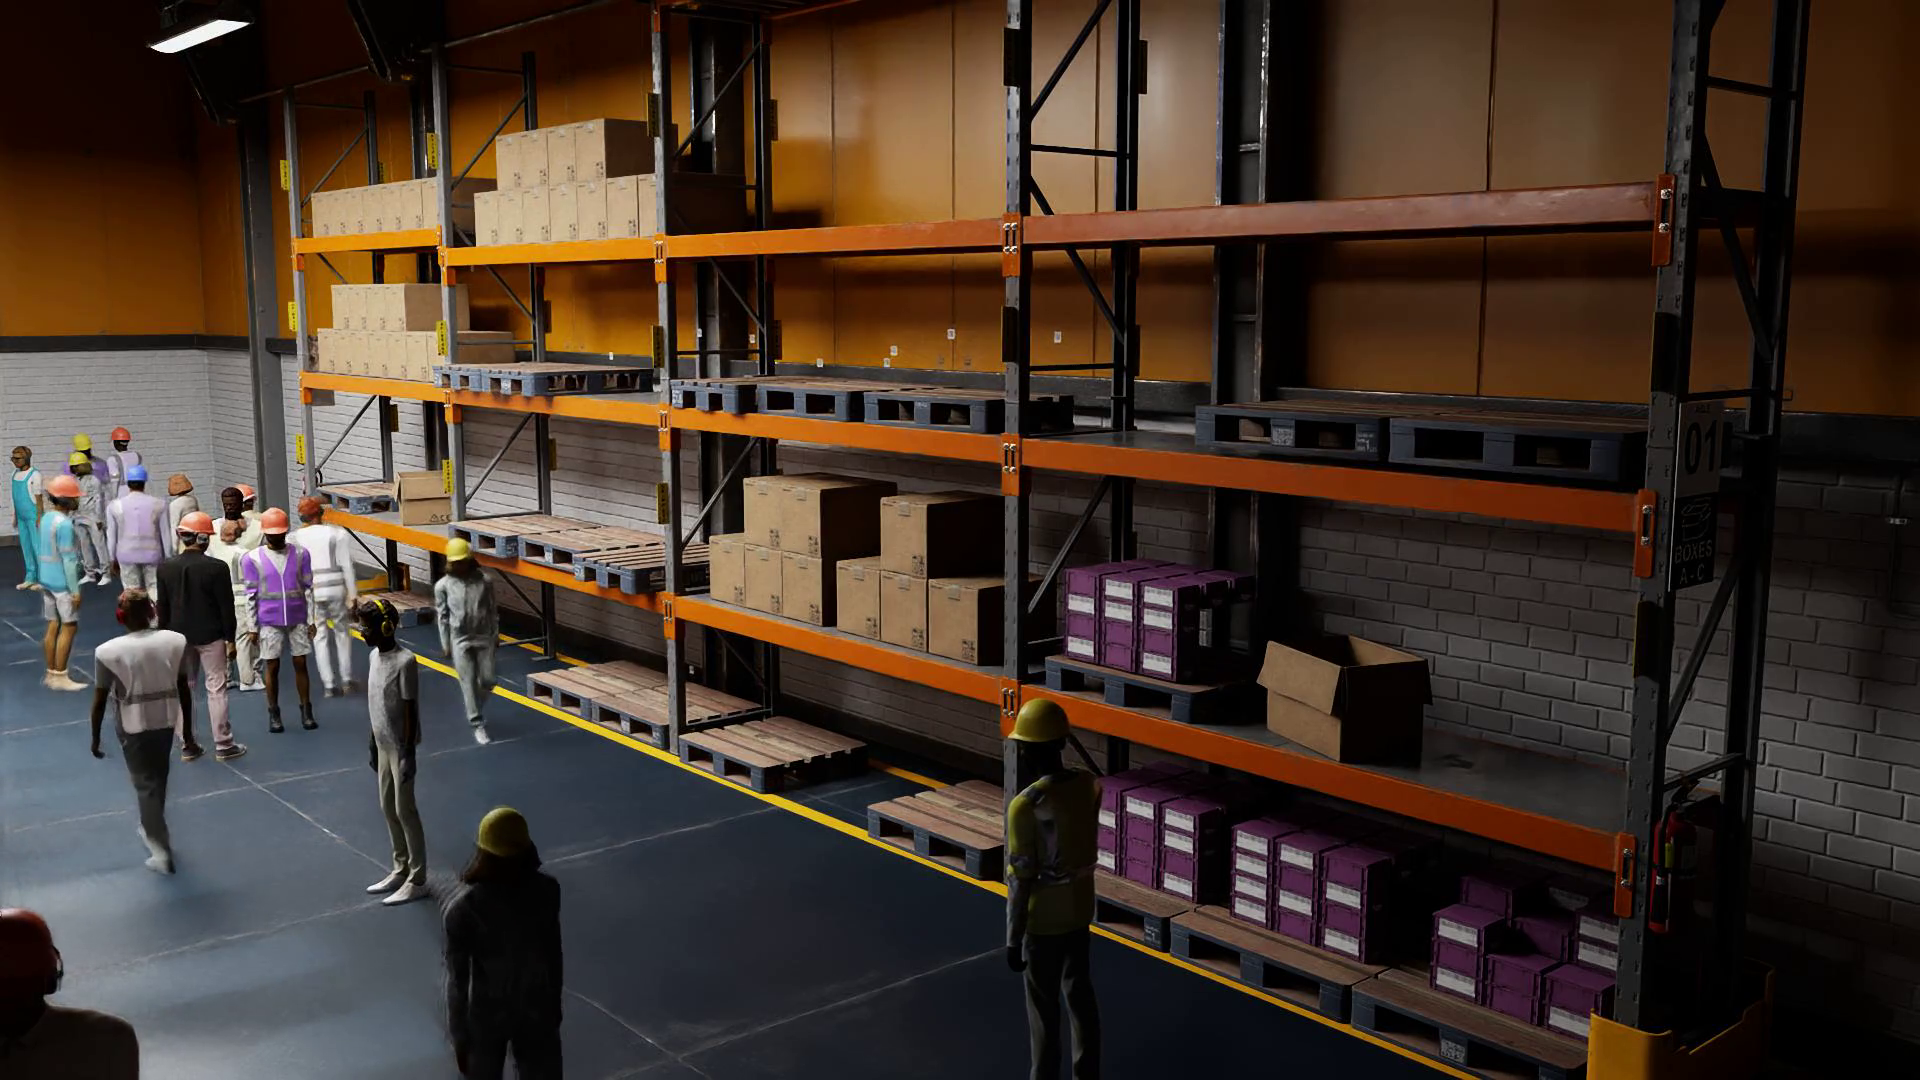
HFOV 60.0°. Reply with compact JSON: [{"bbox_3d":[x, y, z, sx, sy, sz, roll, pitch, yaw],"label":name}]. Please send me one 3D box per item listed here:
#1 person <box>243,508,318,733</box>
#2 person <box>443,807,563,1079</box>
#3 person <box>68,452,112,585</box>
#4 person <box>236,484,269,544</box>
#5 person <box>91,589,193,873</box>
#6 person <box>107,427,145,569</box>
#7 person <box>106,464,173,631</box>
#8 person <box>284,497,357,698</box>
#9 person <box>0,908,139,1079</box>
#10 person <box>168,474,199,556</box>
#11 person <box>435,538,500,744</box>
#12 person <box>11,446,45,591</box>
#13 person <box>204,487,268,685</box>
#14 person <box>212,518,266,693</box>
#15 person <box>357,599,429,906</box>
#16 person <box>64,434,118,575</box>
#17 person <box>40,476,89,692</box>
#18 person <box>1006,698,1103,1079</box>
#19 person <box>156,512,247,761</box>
[{"bbox_3d":[-5.736,0.677,14.065,0.548,1.924,0.390,-5,10,-32],"label":"person"},{"bbox_3d":[-1.743,1.875,6.485,0.510,1.688,0.908,-6,10,-35],"label":"person"},{"bbox_3d":[-11.216,-0.273,21.343,0.483,1.728,0.397,2,9,17],"label":"person"},{"bbox_3d":[-7.431,0.288,17.395,0.357,1.739,0.571,3,9,19],"label":"person"},{"bbox_3d":[-5.312,1.209,10.787,0.876,1.794,0.580,7,11,42],"label":"person"},{"bbox_3d":[-11.347,-0.565,22.623,0.362,1.939,0.542,4,9,24],"label":"person"},{"bbox_3d":[-8.665,0.166,17.576,0.631,1.925,0.500,-4,9,-27],"label":"person"},{"bbox_3d":[-5.906,0.520,15.396,0.612,1.848,0.594,-2,8,-13],"label":"person"},{"bbox_3d":[-2.623,1.990,4.716,0.621,1.985,0.408,-3,9,-23],"label":"person"},{"bbox_3d":[-9.092,0.039,19.526,0.283,1.628,0.503,1,8,5],"label":"person"},{"bbox_3d":[-4.080,0.817,13.776,0.511,1.715,0.494,-5,9,-29],"label":"person"},{"bbox_3d":[-11.734,-0.272,20.962,0.501,1.839,0.340,4,9,27],"label":"person"},{"bbox_3d":[-6.780,0.452,15.622,0.587,1.920,0.391,-2,8,-12],"label":"person"},{"bbox_3d":[-6.761,0.605,15.538,0.523,1.636,0.310,4,9,26],"label":"person"},{"bbox_3d":[-3.468,1.277,10.134,0.519,1.856,0.350,8,11,43],"label":"person"},{"bbox_3d":[-11.599,-0.480,22.212,0.632,1.891,0.644,4,9,28],"label":"person"},{"bbox_3d":[-8.409,0.406,15.612,0.726,2.032,0.427,7,11,40],"label":"person"},{"bbox_3d":[0.392,1.645,7.368,0.404,1.917,0.583,8,11,43],"label":"person"},{"bbox_3d":[-6.021,0.770,13.188,0.613,1.985,0.402,1,8,5],"label":"person"}]
